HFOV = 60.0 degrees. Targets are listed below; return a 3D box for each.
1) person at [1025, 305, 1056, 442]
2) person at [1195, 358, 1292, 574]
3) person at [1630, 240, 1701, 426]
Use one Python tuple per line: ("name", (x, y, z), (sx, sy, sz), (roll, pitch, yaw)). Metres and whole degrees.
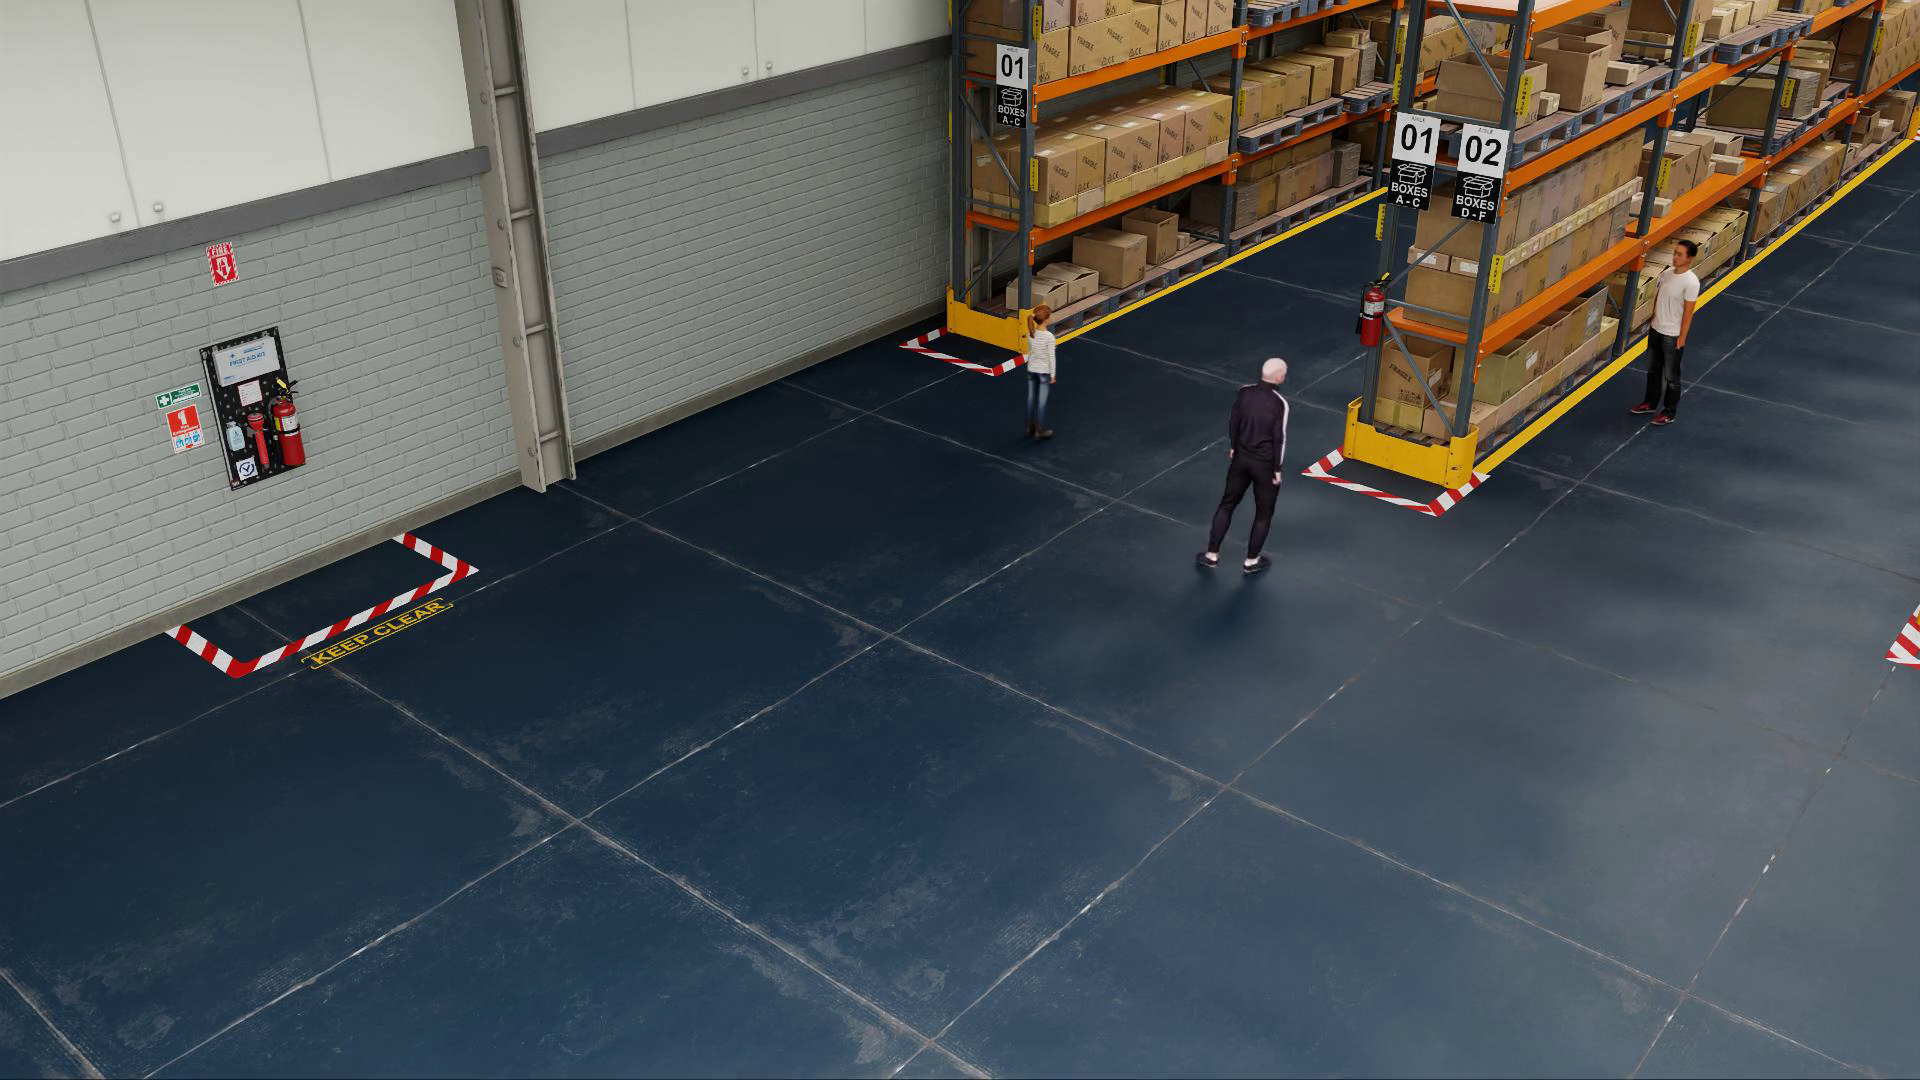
("person", (0.739, -1.579, 15.638), (0.451, 1.314, 0.477), (22, 35, 35))
("person", (2.303, -0.580, 13.228), (0.791, 1.816, 0.757), (18, 33, 30))
("person", (6.809, -2.004, 15.918), (0.707, 1.801, 0.705), (-9, 29, -17))
